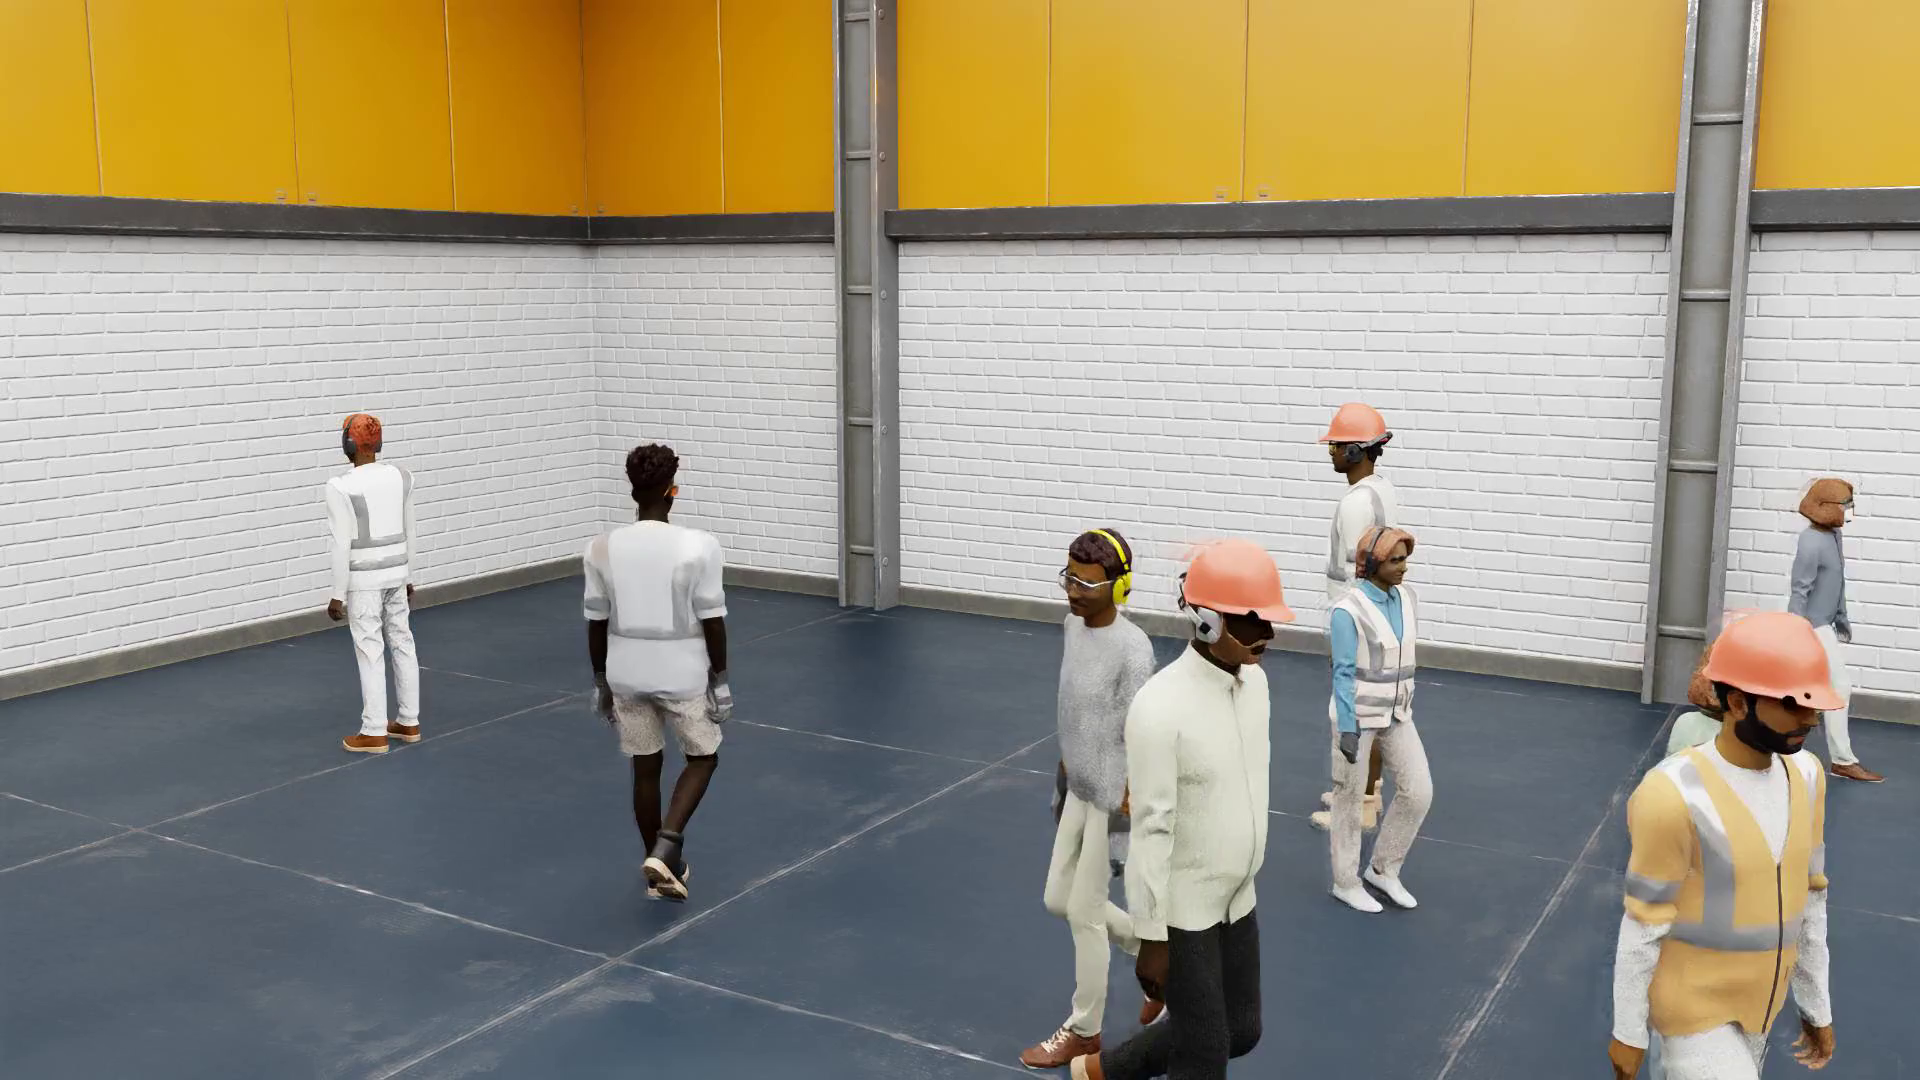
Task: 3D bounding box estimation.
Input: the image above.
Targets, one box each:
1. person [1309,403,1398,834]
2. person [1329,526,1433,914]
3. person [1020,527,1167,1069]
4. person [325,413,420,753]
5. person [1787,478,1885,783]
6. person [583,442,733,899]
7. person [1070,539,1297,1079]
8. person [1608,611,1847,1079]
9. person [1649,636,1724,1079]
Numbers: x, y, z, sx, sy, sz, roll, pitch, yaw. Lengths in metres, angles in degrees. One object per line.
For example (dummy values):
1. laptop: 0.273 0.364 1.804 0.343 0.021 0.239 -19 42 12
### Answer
1. person: 1.867 0.372 7.893 0.397 2.044 0.609 4 10 25
2. person: 1.729 0.751 6.809 0.546 1.620 0.459 -7 11 -36
3. person: 0.506 0.852 5.507 0.561 1.845 0.561 -4 10 -21
4. person: -3.251 0.239 9.220 0.356 1.882 0.577 5 11 30
5. person: 4.485 0.442 8.863 0.840 1.592 0.496 6 11 35
6. person: -1.260 0.569 6.926 0.627 1.955 0.527 2 9 11
7. person: 0.592 0.950 4.528 0.687 1.968 0.618 8 12 40
8. person: 1.781 1.070 4.028 0.549 1.897 0.962 -5 10 -27
9. person: 2.229 1.062 4.849 0.281 1.636 0.500 -2 9 -11
